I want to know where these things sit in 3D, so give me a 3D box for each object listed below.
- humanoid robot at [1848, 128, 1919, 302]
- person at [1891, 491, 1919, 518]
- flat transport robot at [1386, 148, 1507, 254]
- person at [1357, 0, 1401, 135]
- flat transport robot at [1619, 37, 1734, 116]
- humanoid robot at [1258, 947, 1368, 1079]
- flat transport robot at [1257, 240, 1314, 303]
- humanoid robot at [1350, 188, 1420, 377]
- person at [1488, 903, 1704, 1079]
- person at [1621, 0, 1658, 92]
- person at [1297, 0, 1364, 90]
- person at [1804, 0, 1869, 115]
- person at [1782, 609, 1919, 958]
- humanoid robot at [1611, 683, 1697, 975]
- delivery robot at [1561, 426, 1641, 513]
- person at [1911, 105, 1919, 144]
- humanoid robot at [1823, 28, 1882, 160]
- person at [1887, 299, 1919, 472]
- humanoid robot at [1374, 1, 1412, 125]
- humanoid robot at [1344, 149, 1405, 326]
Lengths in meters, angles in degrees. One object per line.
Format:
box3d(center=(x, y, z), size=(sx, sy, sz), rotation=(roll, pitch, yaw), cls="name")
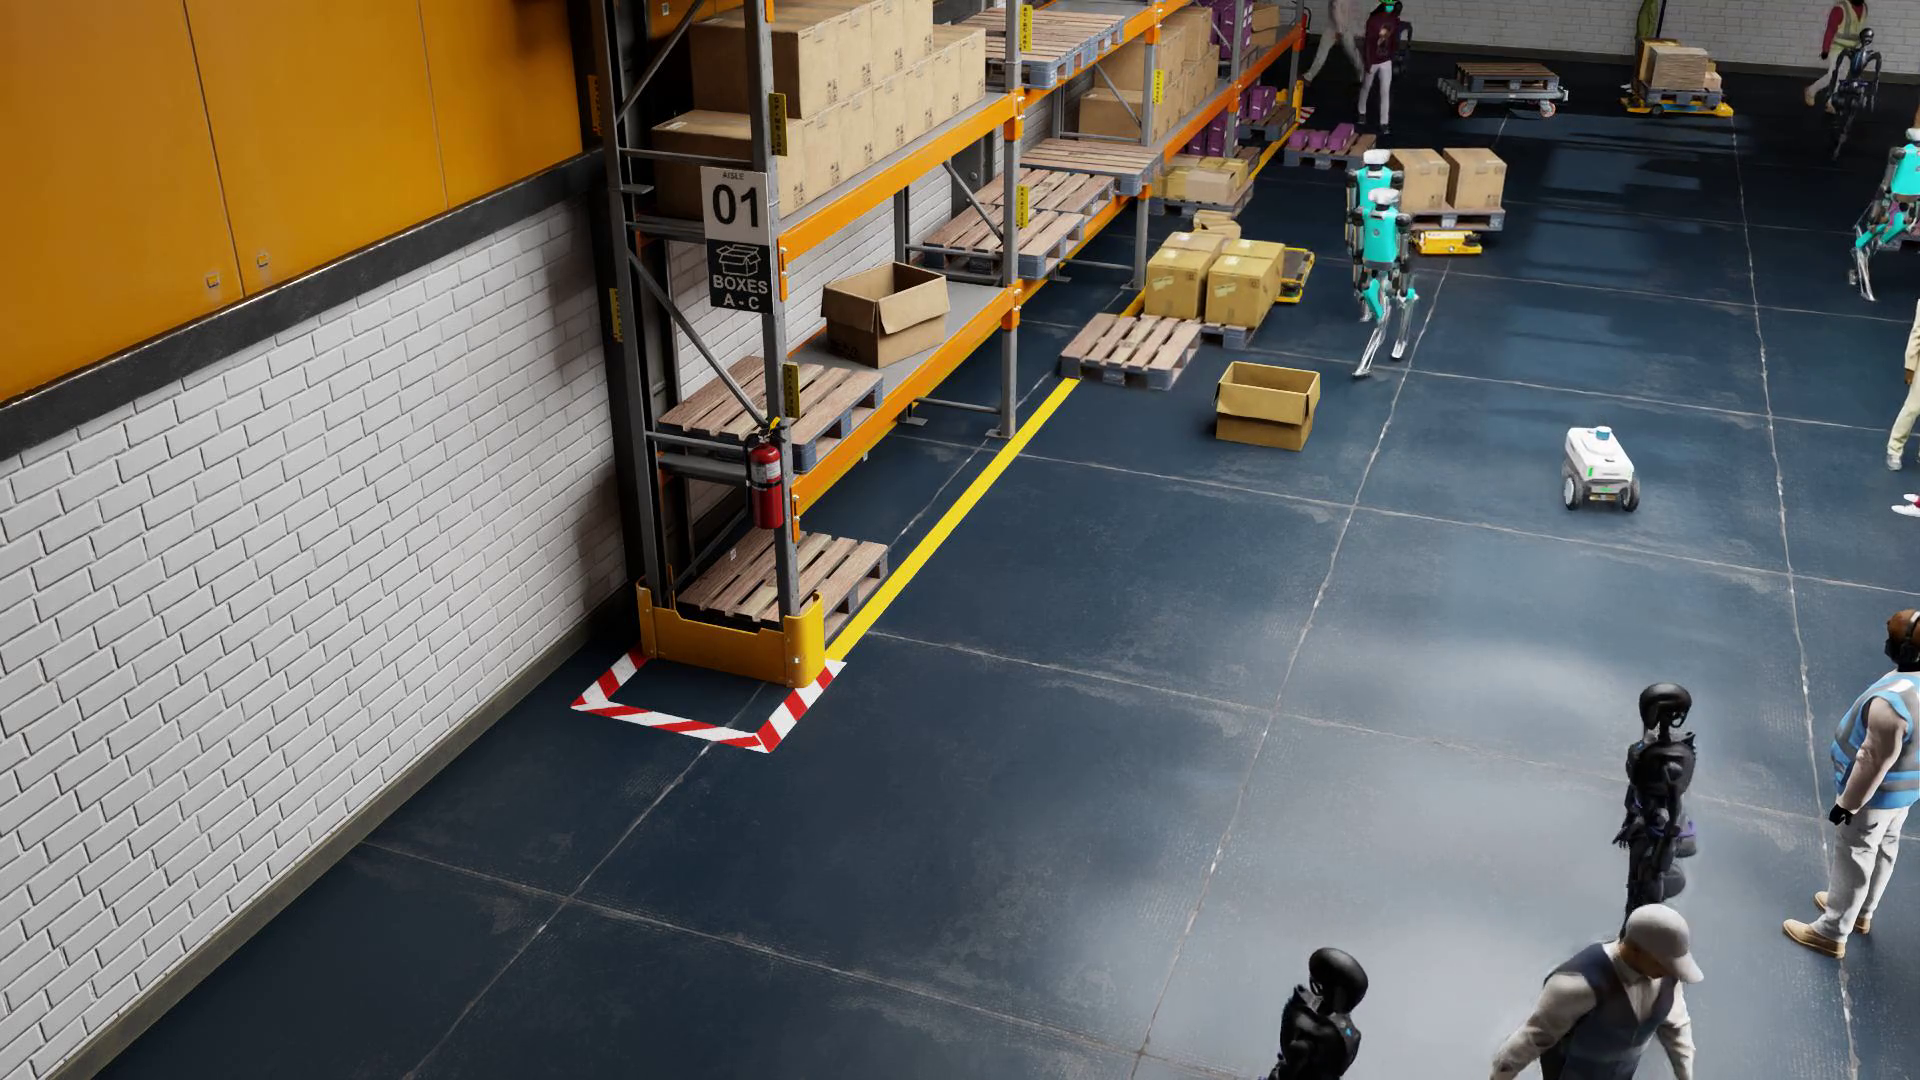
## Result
box3d(center=(9.138, -3.249, 16.516), size=(0.550, 1.826, 0.887), rotation=(-1, 27, -3), cls="humanoid robot")
box3d(center=(7.161, -0.937, 12.089), size=(0.280, 1.628, 0.501), rotation=(23, 35, 37), cls="person")
box3d(center=(5.280, -3.477, 18.495), size=(0.659, 0.231, 1.431), rotation=(0, 27, 0), cls="flat transport robot")
box3d(center=(5.728, -6.563, 22.711), size=(0.489, 1.894, 1.054), rotation=(-1, 27, -1), cls="person")
box3d(center=(10.311, -6.286, 23.943), size=(1.431, 0.231, 0.659), rotation=(4, 28, 8), cls="flat transport robot")
box3d(center=(1.252, 2.124, 6.103), size=(0.532, 1.636, 0.612), rotation=(19, 33, 33), cls="humanoid robot")
box3d(center=(3.241, -2.759, 17.102), size=(0.659, 0.231, 1.431), rotation=(8, 28, 15), cls="flat transport robot")
box3d(center=(3.810, -2.304, 14.693), size=(0.535, 1.753, 1.091), rotation=(20, 33, 34), cls="humanoid robot")
box3d(center=(2.369, 2.061, 6.183), size=(0.794, 1.699, 0.882), rotation=(-11, 29, -21), cls="person")
box3d(center=(10.220, -7.543, 24.889), size=(0.271, 1.631, 0.508), rotation=(2, 27, 4), cls="person")
box3d(center=(5.683, -7.726, 25.013), size=(1.152, 1.862, 0.645), rotation=(20, 34, 34), cls="person")
box3d(center=(12.466, -6.965, 23.560), size=(0.630, 1.830, 0.528), rotation=(-13, 30, -23), cls="person")
box3d(center=(4.305, 1.142, 7.826), size=(0.622, 1.839, 0.429), rotation=(-19, 33, -33), cls="person")
box3d(center=(3.157, 1.384, 7.535), size=(0.398, 1.633, 0.600), rotation=(3, 27, 5), cls="humanoid robot")
box3d(center=(4.800, -0.546, 12.518), size=(0.499, 0.614, 0.815), rotation=(2, 27, 4), cls="delivery robot")
box3d(center=(12.919, -6.060, 21.906), size=(0.466, 1.735, 0.564), rotation=(-17, 32, -29), cls="person")
box3d(center=(11.479, -5.752, 21.411), size=(0.610, 1.626, 0.768), rotation=(19, 33, 32), cls="humanoid robot")
box3d(center=(7.533, -1.346, 12.749), size=(0.564, 1.745, 0.347), rotation=(1, 27, 3), cls="person")
box3d(center=(5.932, -6.633, 23.097), size=(0.611, 1.633, 0.687), rotation=(-2, 27, -4), cls="humanoid robot")
box3d(center=(3.904, -2.851, 15.708), size=(0.559, 1.799, 0.787), rotation=(10, 29, 18), cls="humanoid robot")
